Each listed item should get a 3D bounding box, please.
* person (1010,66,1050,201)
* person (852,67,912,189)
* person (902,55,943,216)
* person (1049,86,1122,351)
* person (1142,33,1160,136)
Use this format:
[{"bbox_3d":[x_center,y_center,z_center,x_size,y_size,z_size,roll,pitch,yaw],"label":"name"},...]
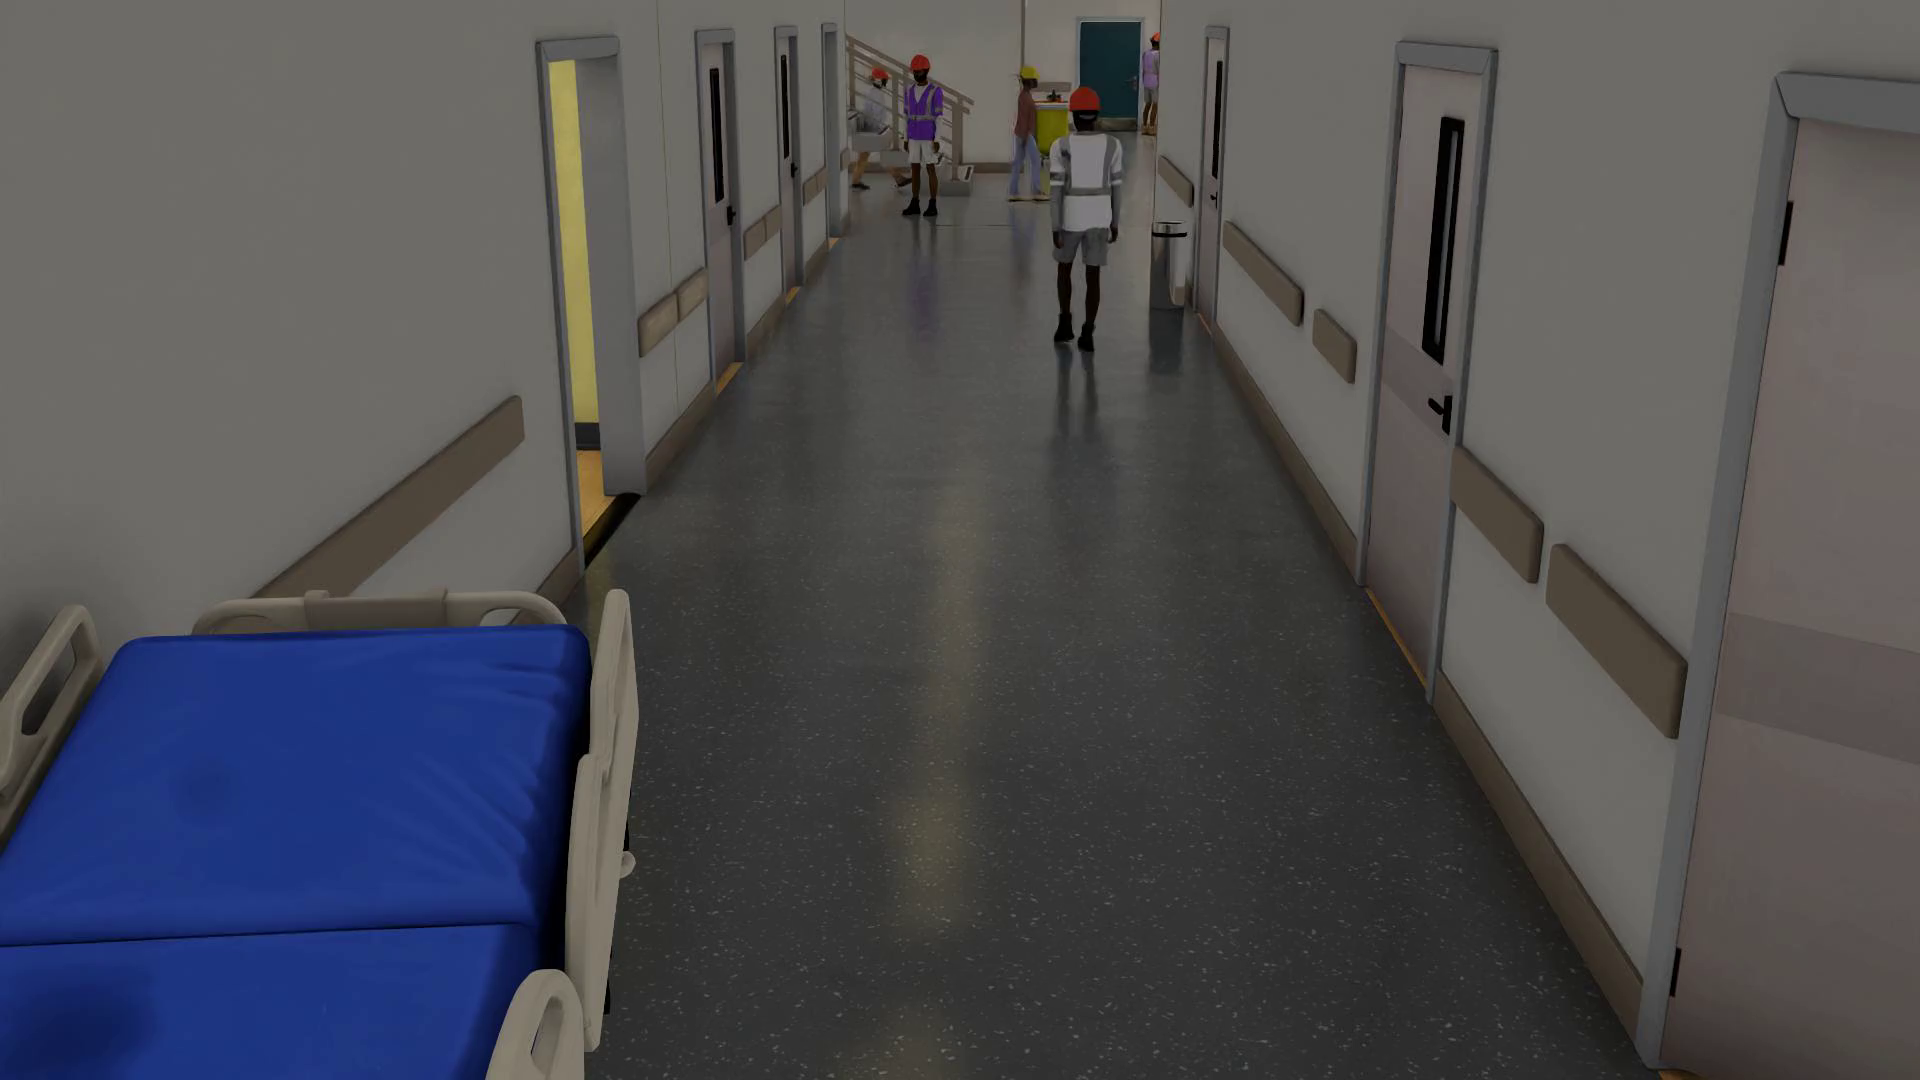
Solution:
[{"bbox_3d":[0.986,-5.357,21.997,0.711,1.741,0.547,0,18,-1],"label":"person"},{"bbox_3d":[-1.131,-5.829,23.576,0.931,1.691,0.557,-7,19,-20],"label":"person"},{"bbox_3d":[-0.474,-4.970,20.480,0.547,1.937,0.363,10,20,28],"label":"person"},{"bbox_3d":[0.924,-2.388,12.408,0.550,1.917,0.594,0,18,-1],"label":"person"},{"bbox_3d":[3.947,-9.236,33.751,0.409,2.028,0.615,-12,21,-33],"label":"person"}]
